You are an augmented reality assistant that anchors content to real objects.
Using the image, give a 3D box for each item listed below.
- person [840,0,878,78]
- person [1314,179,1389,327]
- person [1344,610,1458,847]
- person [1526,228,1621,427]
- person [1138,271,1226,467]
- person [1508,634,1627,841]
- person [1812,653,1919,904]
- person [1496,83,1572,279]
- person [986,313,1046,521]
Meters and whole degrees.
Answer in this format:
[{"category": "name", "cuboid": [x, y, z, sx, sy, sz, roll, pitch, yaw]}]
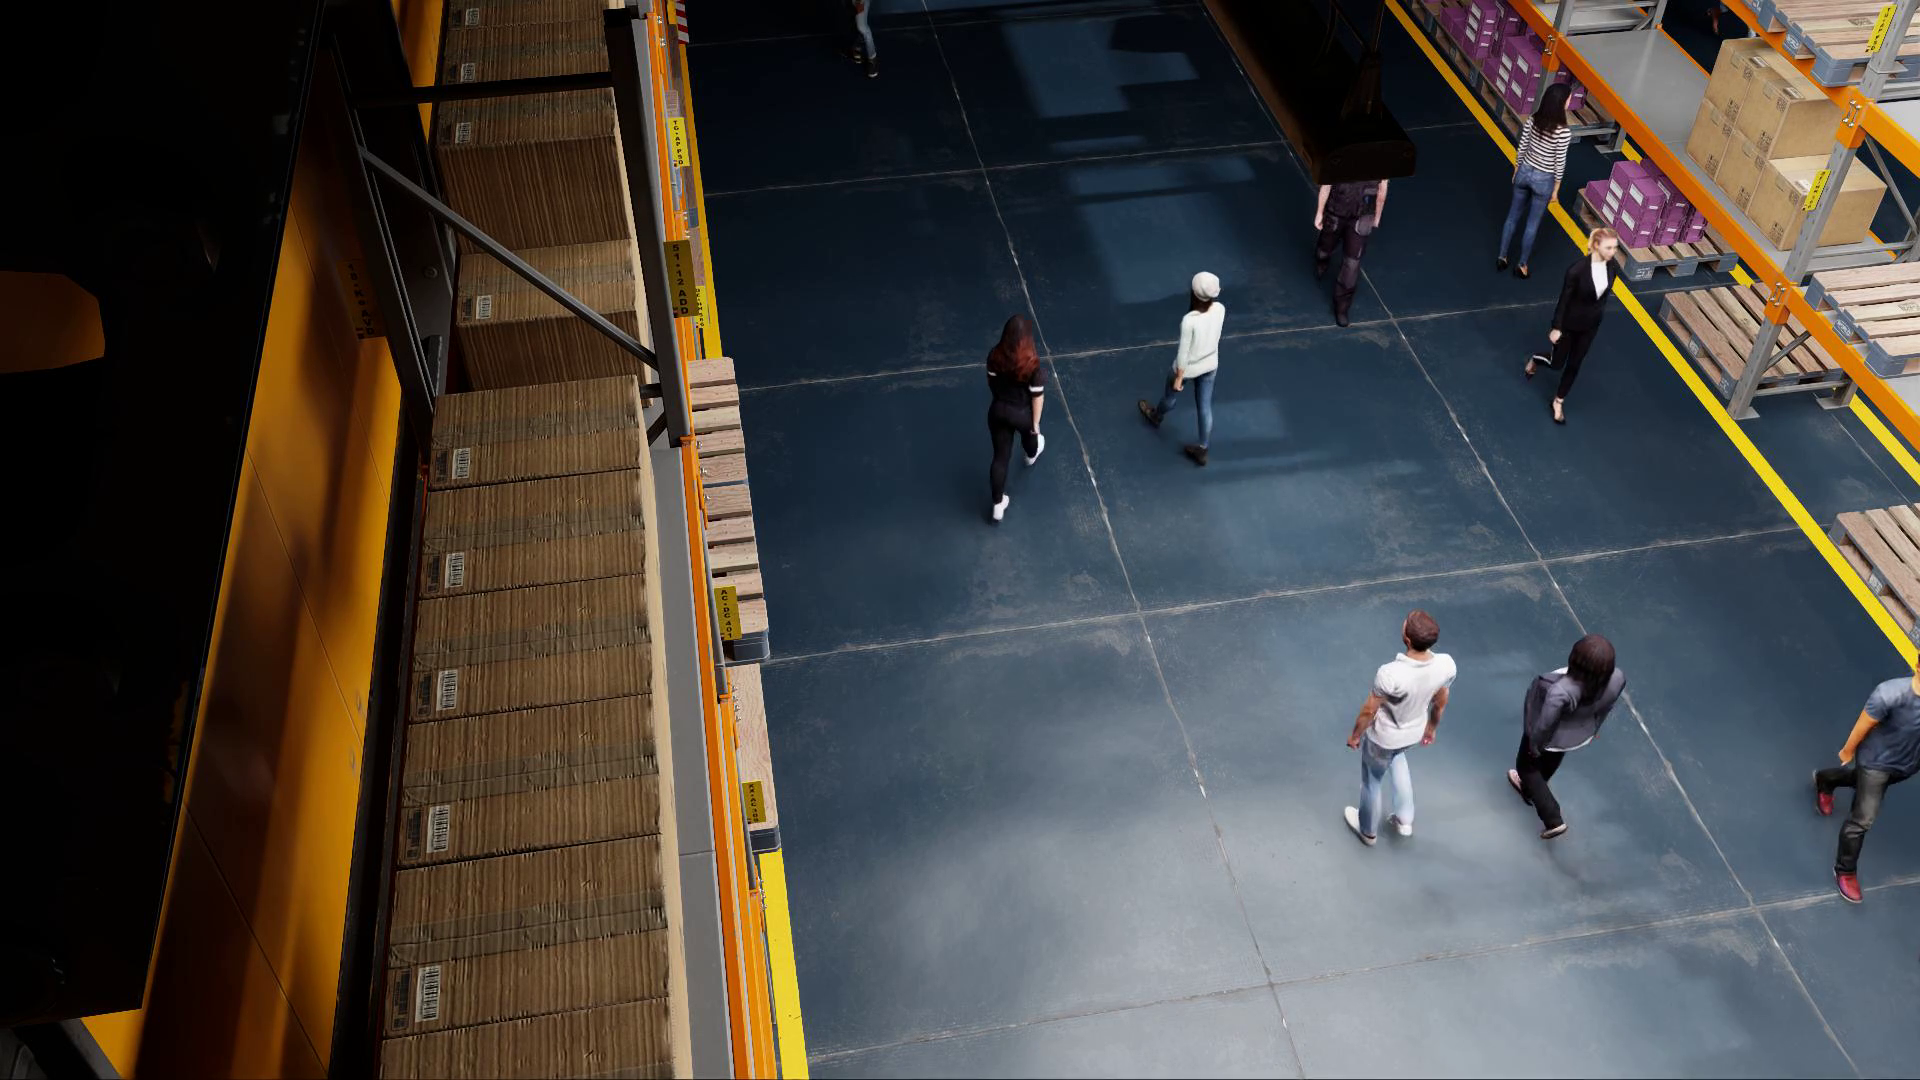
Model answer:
[{"category": "person", "cuboid": [-1.069, -5.635, 16.830, 0.934, 1.794, 0.712, -17, 46, -17]}, {"category": "person", "cuboid": [3.194, -2.732, 13.761, 0.931, 1.825, 1.175, 6, 44, 6]}, {"category": "person", "cuboid": [2.573, 1.182, 9.643, 0.736, 1.838, 0.763, -17, 46, -17]}, {"category": "person", "cuboid": [4.685, -1.689, 12.759, 0.653, 1.695, 0.854, -10, 45, -11]}, {"category": "person", "cuboid": [1.802, -1.248, 12.355, 0.834, 1.616, 1.084, -23, 48, -22]}, {"category": "person", "cuboid": [3.591, 1.166, 9.847, 0.782, 1.579, 0.938, -16, 46, -16]}, {"category": "person", "cuboid": [5.368, 1.193, 9.676, 0.714, 1.775, 1.153, -3, 44, -3]}, {"category": "person", "cuboid": [4.861, -3.021, 14.086, 0.718, 1.795, 0.599, -30, 51, -28]}, {"category": "person", "cuboid": [0.355, -0.854, 11.962, 0.989, 1.586, 1.202, 15, 46, 15]}]
